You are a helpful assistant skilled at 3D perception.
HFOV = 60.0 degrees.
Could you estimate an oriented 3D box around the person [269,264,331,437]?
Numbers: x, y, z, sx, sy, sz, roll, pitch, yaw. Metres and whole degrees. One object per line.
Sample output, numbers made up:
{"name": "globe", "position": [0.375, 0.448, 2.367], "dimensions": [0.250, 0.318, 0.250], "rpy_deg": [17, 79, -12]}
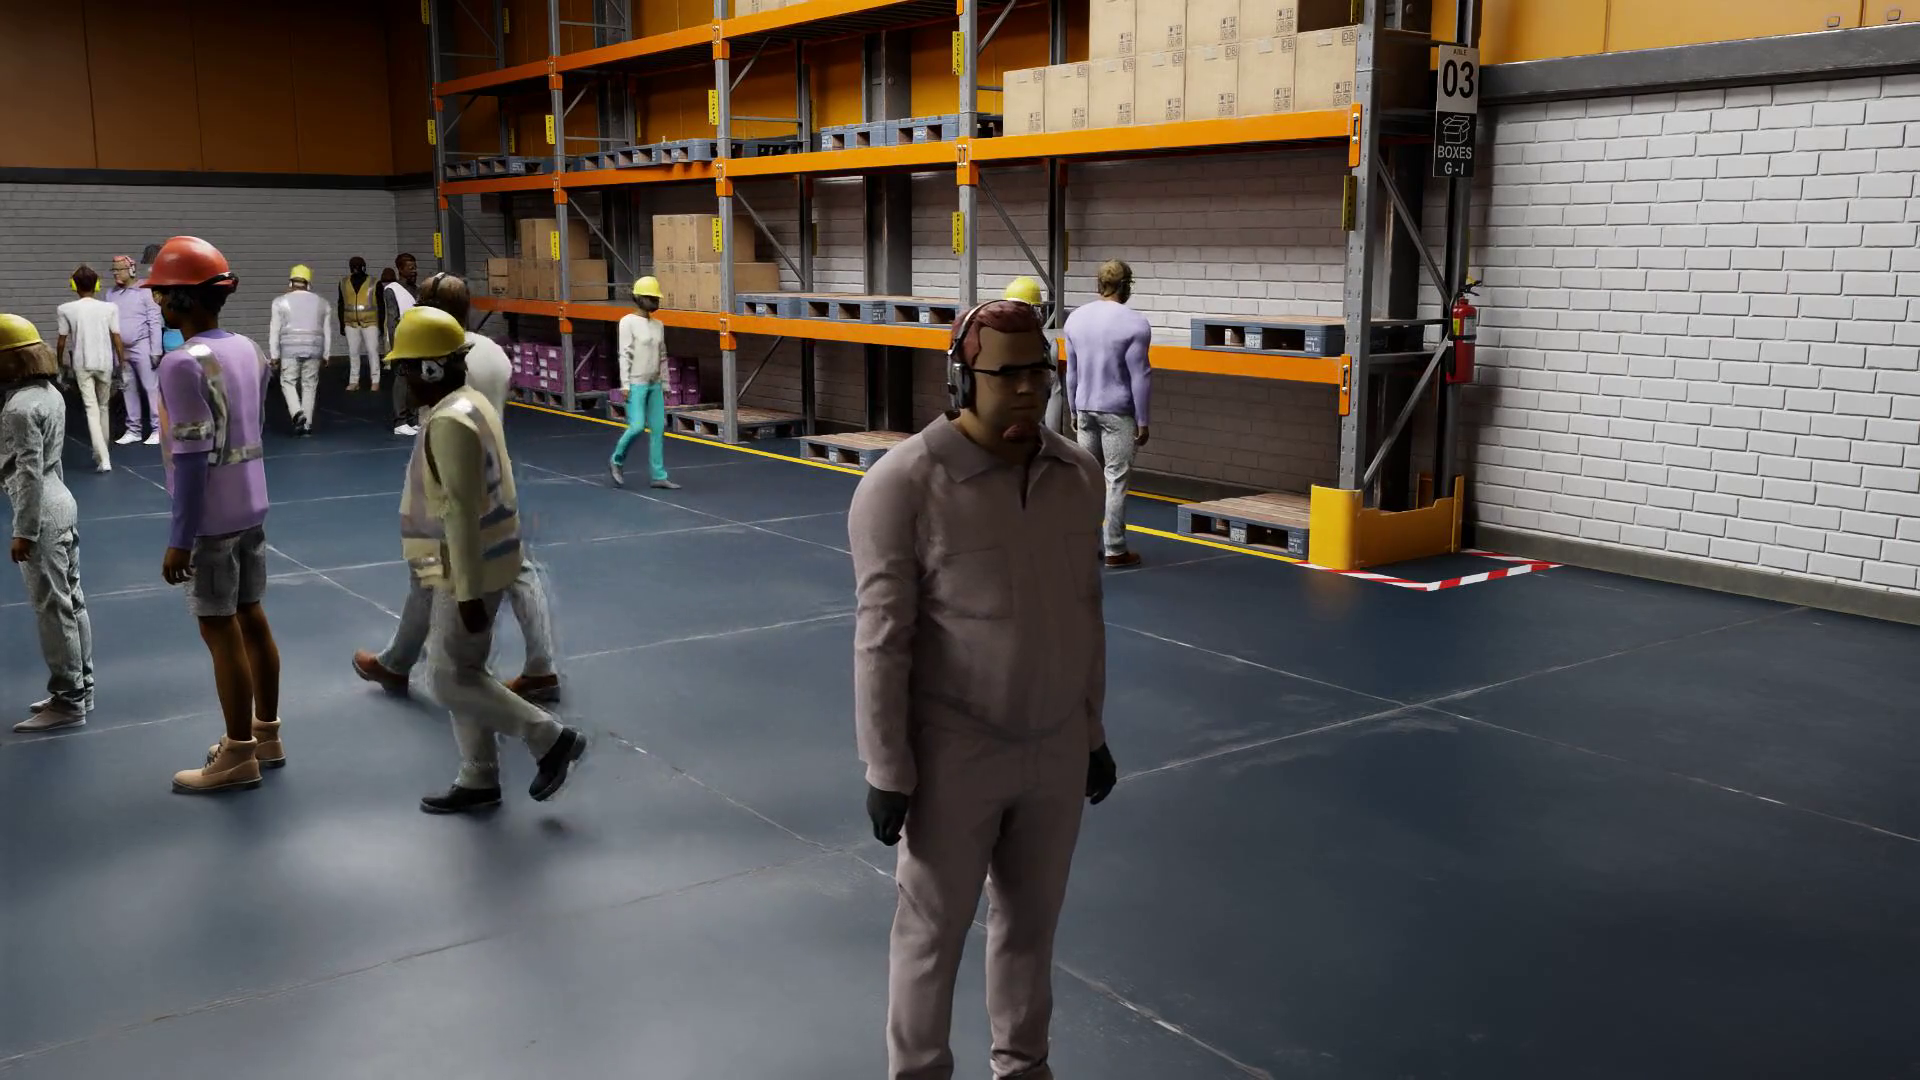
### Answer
{"name": "person", "position": [-6.842, -1.954, 17.294], "dimensions": [0.614, 1.809, 0.547], "rpy_deg": [-5, 11, -28]}

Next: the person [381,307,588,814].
{"name": "person", "position": [-1.680, 0.097, 5.793], "dimensions": [0.579, 1.808, 0.627], "rpy_deg": [-2, 10, -11]}

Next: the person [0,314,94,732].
{"name": "person", "position": [-3.868, -0.071, 6.944], "dimensions": [0.308, 1.736, 0.484], "rpy_deg": [-3, 11, -15]}

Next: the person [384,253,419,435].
{"name": "person", "position": [-5.895, -2.084, 17.708], "dimensions": [0.371, 1.916, 0.597], "rpy_deg": [2, 10, 13]}

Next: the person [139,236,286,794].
{"name": "person", "position": [-2.770, -0.084, 6.150], "dimensions": [0.377, 2.045, 0.605], "rpy_deg": [0, 10, 1]}

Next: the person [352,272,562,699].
{"name": "person", "position": [-2.234, -0.223, 7.365], "dimensions": [1.033, 1.891, 0.629], "rpy_deg": [4, 11, 23]}

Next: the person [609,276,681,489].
{"name": "person", "position": [-2.596, -1.276, 13.626], "dimensions": [0.523, 1.755, 0.573], "rpy_deg": [6, 12, 30]}

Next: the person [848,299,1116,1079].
{"name": "person", "position": [0.083, 0.444, 3.577], "dimensions": [0.651, 1.906, 0.403], "rpy_deg": [-7, 12, -34]}

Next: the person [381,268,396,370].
{"name": "person", "position": [-9.121, -3.543, 26.674], "dimensions": [0.507, 1.632, 0.264], "rpy_deg": [-5, 11, -28]}

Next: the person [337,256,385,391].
{"name": "person", "position": [-8.218, -2.961, 22.831], "dimensions": [0.634, 1.841, 0.429], "rpy_deg": [-1, 10, -3]}

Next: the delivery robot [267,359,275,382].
{"name": "delivery robot", "position": [-9.916, -2.421, 23.147], "dimensions": [0.707, 0.478, 0.477], "rpy_deg": [3, 10, 16]}

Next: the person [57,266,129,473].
{"name": "person", "position": [-7.743, -1.517, 14.817], "dimensions": [0.540, 1.823, 0.971], "rpy_deg": [-7, 13, -36]}

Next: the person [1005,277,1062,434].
{"name": "person", "position": [0.372, -0.663, 10.031], "dimensions": [0.599, 1.826, 0.403], "rpy_deg": [8, 13, 40]}

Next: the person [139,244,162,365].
{"name": "person", "position": [-9.252, -2.436, 19.334], "dimensions": [0.564, 2.000, 0.697], "rpy_deg": [-8, 13, -36]}

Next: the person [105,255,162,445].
{"name": "person", "position": [-8.326, -1.902, 16.744], "dimensions": [0.642, 1.903, 0.401], "rpy_deg": [2, 10, 14]}

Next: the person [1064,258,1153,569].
{"name": "person", "position": [0.924, -0.779, 10.384], "dimensions": [0.630, 1.934, 0.367], "rpy_deg": [9, 13, 41]}

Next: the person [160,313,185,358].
{"name": "person", "position": [-8.753, -2.158, 18.735], "dimensions": [0.535, 1.700, 0.318], "rpy_deg": [-3, 11, -17]}
